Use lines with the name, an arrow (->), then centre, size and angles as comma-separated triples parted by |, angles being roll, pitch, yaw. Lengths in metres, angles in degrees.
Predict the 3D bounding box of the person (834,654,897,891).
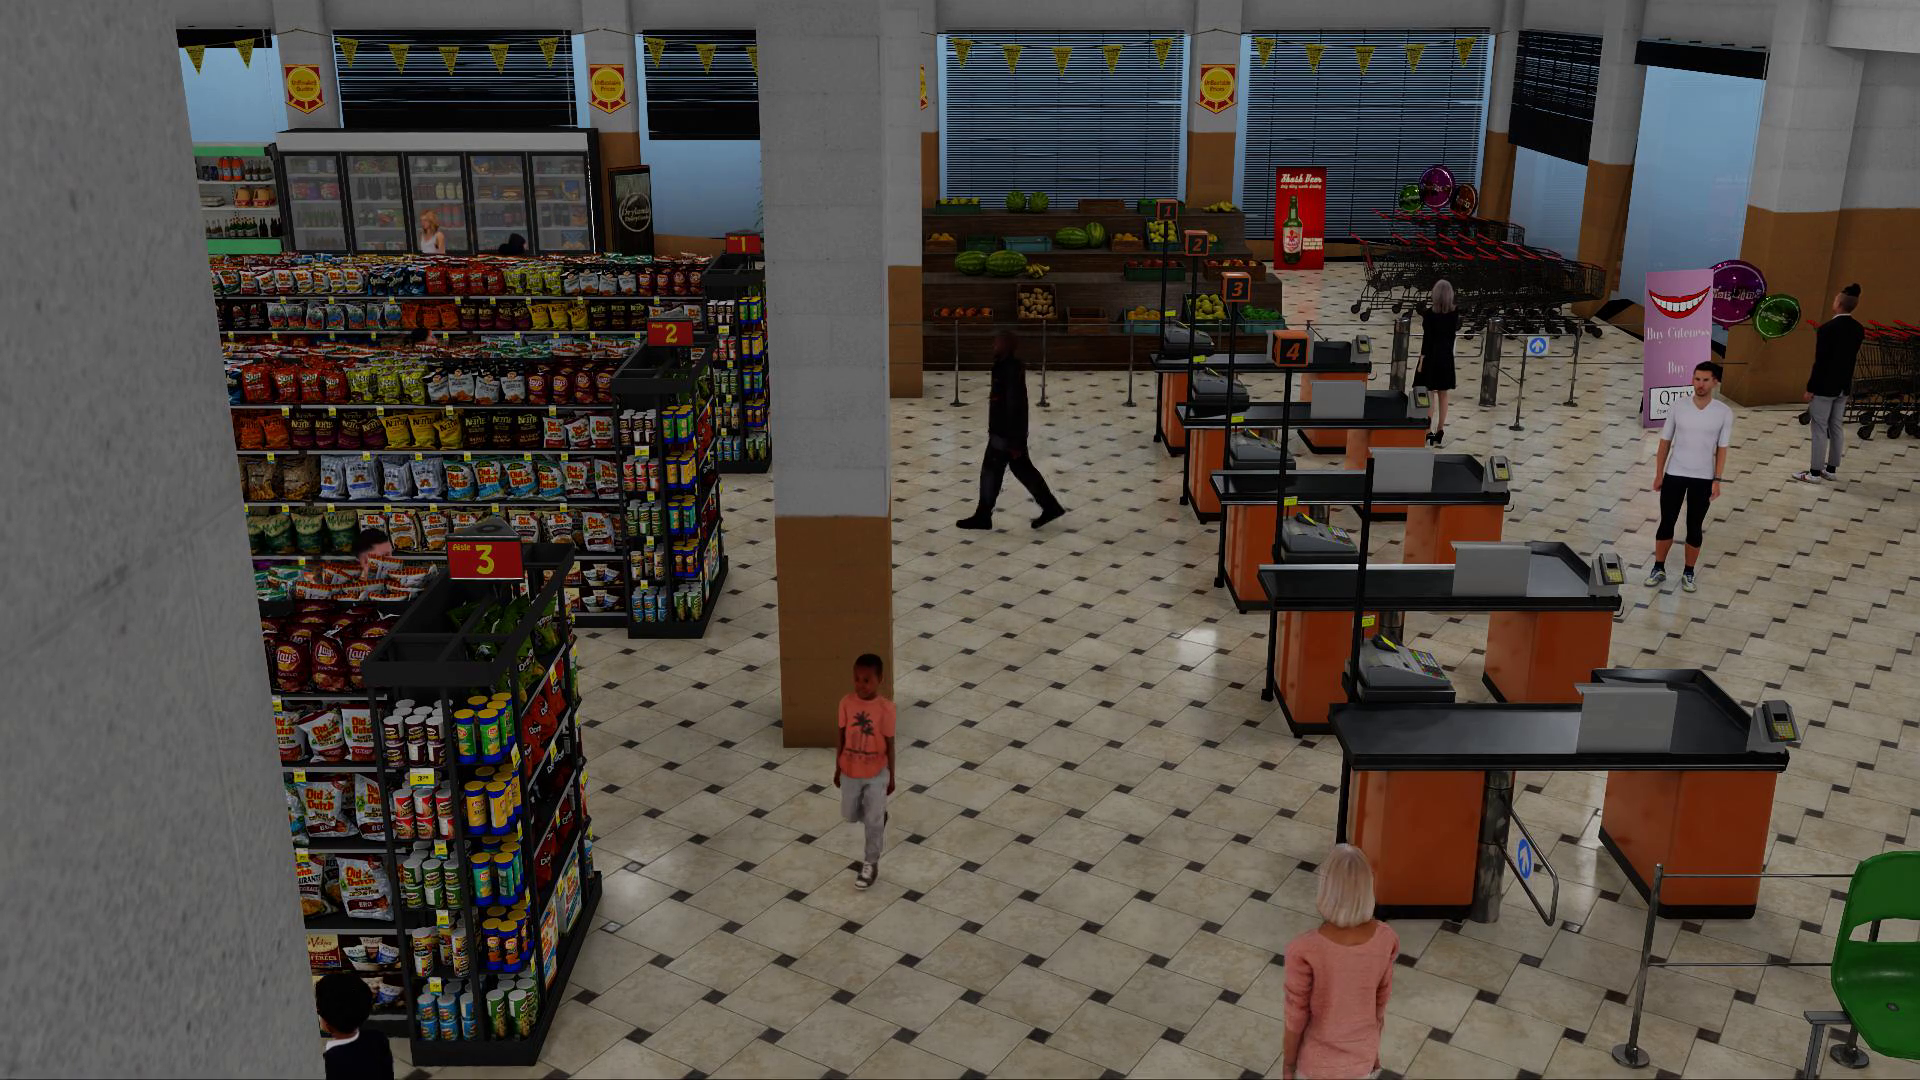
person -> -0.491, 1.211, 9.018 | 0.755, 1.301, 0.709 | 7, 20, 20

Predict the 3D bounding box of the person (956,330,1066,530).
person -> 0.541, -0.941, 14.611 | 1.210, 1.805, 0.763 | 1, 19, 4

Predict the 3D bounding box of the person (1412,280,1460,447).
person -> 4.998, -1.866, 17.446 | 0.617, 1.747, 0.735 | -7, 20, -19

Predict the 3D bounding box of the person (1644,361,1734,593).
person -> 5.834, -0.524, 13.299 | 0.675, 1.852, 0.809 | 9, 21, 26

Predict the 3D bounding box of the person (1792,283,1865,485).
person -> 8.445, -1.520, 16.101 | 0.683, 1.950, 0.852 | -8, 20, -22

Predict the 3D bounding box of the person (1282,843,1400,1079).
person -> 1.412, 1.951, 6.183 | 0.892, 1.710, 0.791 | -4, 19, -13

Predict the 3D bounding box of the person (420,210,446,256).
person -> -7.238, -3.774, 23.288 | 1.106, 1.629, 0.968 | 9, 21, 26

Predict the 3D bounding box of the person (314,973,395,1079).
person -> -2.225, 2.183, 6.258 | 0.625, 1.221, 0.592 | 10, 21, 26
